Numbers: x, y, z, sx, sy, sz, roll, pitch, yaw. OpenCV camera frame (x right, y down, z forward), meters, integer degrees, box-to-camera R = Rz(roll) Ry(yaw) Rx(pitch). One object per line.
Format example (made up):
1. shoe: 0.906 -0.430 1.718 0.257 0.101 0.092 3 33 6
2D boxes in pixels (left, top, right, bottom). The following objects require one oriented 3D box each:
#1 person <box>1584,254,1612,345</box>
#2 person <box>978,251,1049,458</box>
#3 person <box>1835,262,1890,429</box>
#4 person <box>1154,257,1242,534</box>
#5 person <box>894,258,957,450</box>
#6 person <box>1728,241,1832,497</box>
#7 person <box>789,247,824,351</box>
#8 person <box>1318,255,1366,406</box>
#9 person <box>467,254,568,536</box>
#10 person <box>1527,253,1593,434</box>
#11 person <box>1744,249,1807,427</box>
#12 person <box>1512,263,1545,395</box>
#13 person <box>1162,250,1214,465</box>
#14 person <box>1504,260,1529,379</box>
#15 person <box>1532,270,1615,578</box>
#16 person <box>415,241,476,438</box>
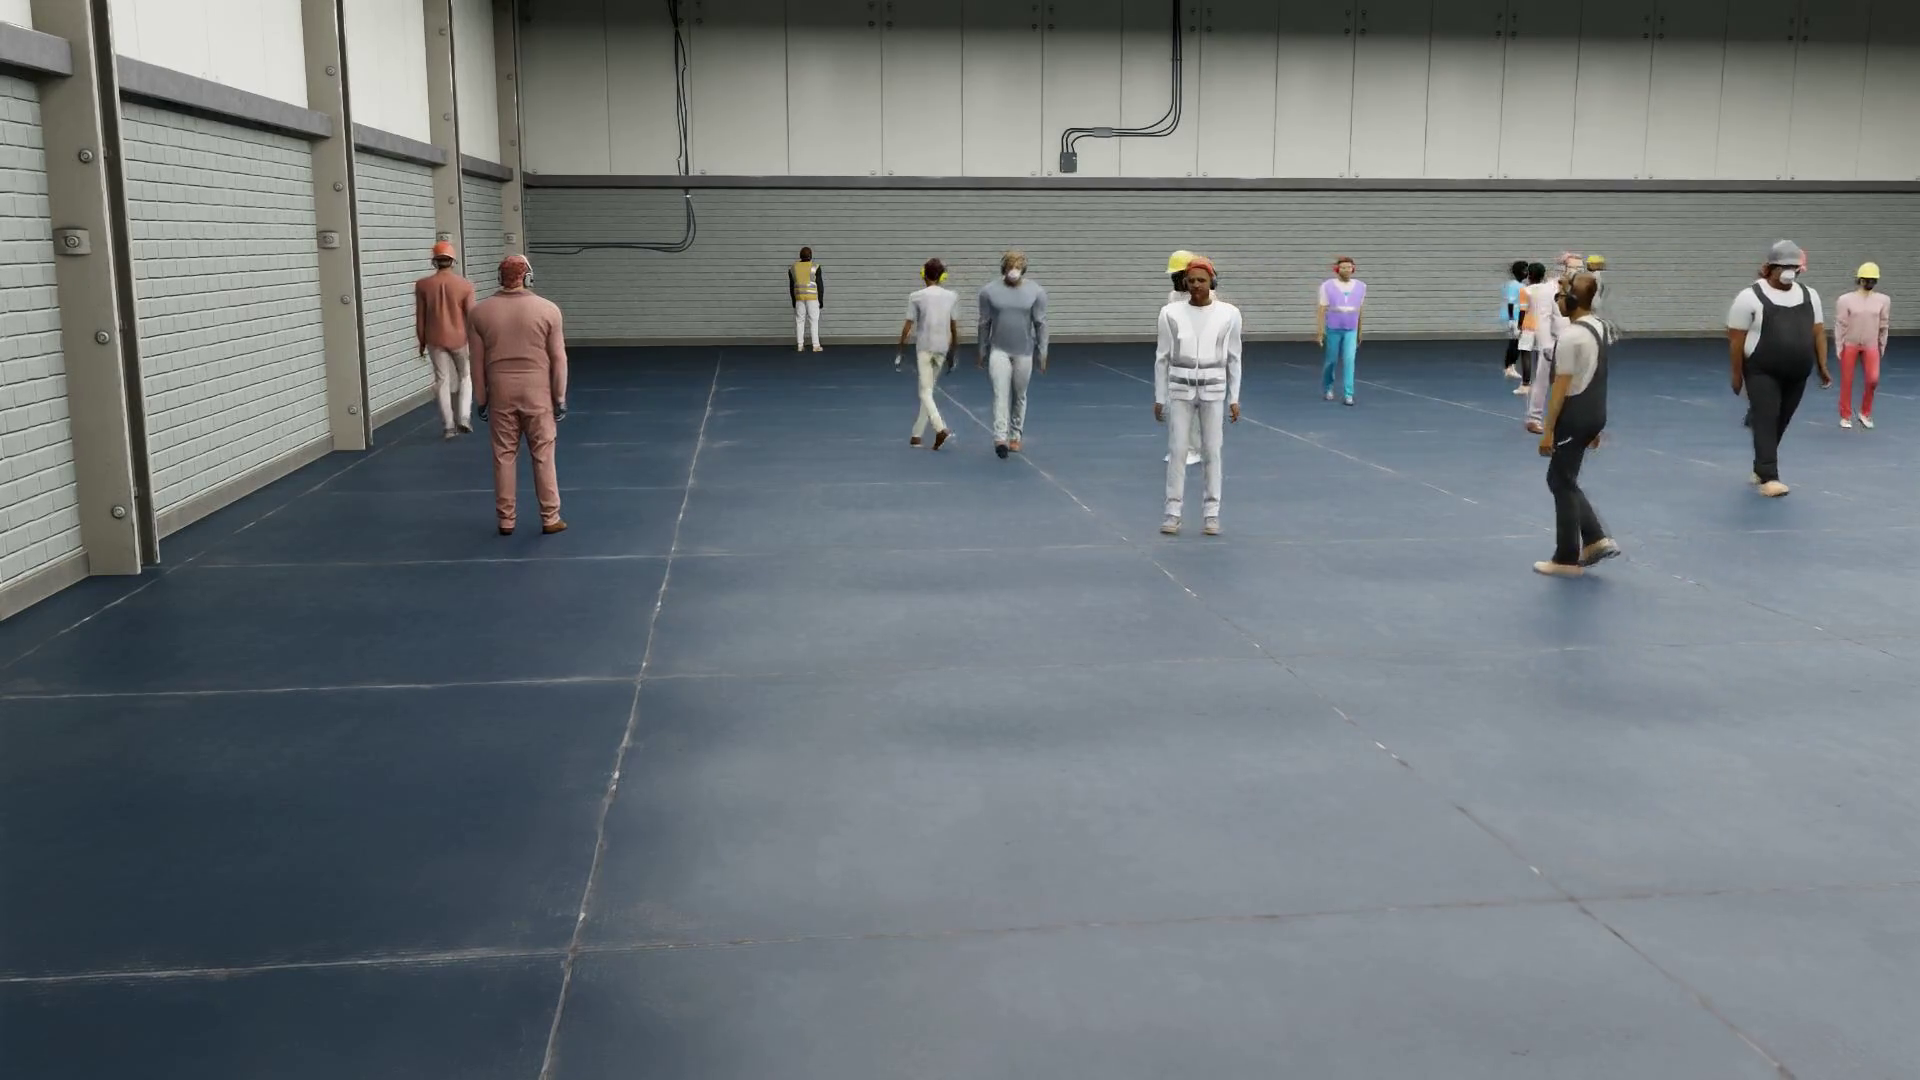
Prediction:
1. person: 10.991 -4.073 28.770 0.497 1.727 0.490 3 11 18
2. person: 0.493 -1.709 15.367 0.649 1.880 1.023 0 10 1
3. person: 9.498 -2.039 17.535 0.530 1.755 0.486 3 11 15
4. person: 1.615 -0.974 11.340 0.584 1.882 0.337 2 11 11
5. person: -0.272 -1.766 15.875 0.635 1.817 0.763 -4 11 -21
6. person: 6.509 -1.386 13.173 0.687 2.000 0.884 -1 10 -5
7. person: -2.702 -4.257 29.453 0.626 1.847 0.429 3 11 15
8. person: 4.636 -2.568 20.309 0.574 1.810 0.901 0 10 -2
9. person: -2.986 -0.980 11.317 0.643 1.908 0.399 -1 10 -3
10. person: 6.115 -1.955 16.818 0.657 1.853 1.021 -2 11 -10
11. person: 8.599 -2.104 17.521 0.594 1.892 0.730 -2 11 -13
12. person: 7.343 -2.699 21.312 0.541 1.696 0.315 -4 11 -21
13. person: 1.993 -1.597 14.712 0.483 1.901 0.581 -8 13 -37
14. person: 7.940 -3.112 23.585 0.435 1.682 0.552 6 12 31
15. person: 3.619 -0.675 9.869 0.393 1.833 0.504 9 14 41
16. person: -5.186 -2.022 16.842 0.616 1.976 0.449 -2 10 -9
